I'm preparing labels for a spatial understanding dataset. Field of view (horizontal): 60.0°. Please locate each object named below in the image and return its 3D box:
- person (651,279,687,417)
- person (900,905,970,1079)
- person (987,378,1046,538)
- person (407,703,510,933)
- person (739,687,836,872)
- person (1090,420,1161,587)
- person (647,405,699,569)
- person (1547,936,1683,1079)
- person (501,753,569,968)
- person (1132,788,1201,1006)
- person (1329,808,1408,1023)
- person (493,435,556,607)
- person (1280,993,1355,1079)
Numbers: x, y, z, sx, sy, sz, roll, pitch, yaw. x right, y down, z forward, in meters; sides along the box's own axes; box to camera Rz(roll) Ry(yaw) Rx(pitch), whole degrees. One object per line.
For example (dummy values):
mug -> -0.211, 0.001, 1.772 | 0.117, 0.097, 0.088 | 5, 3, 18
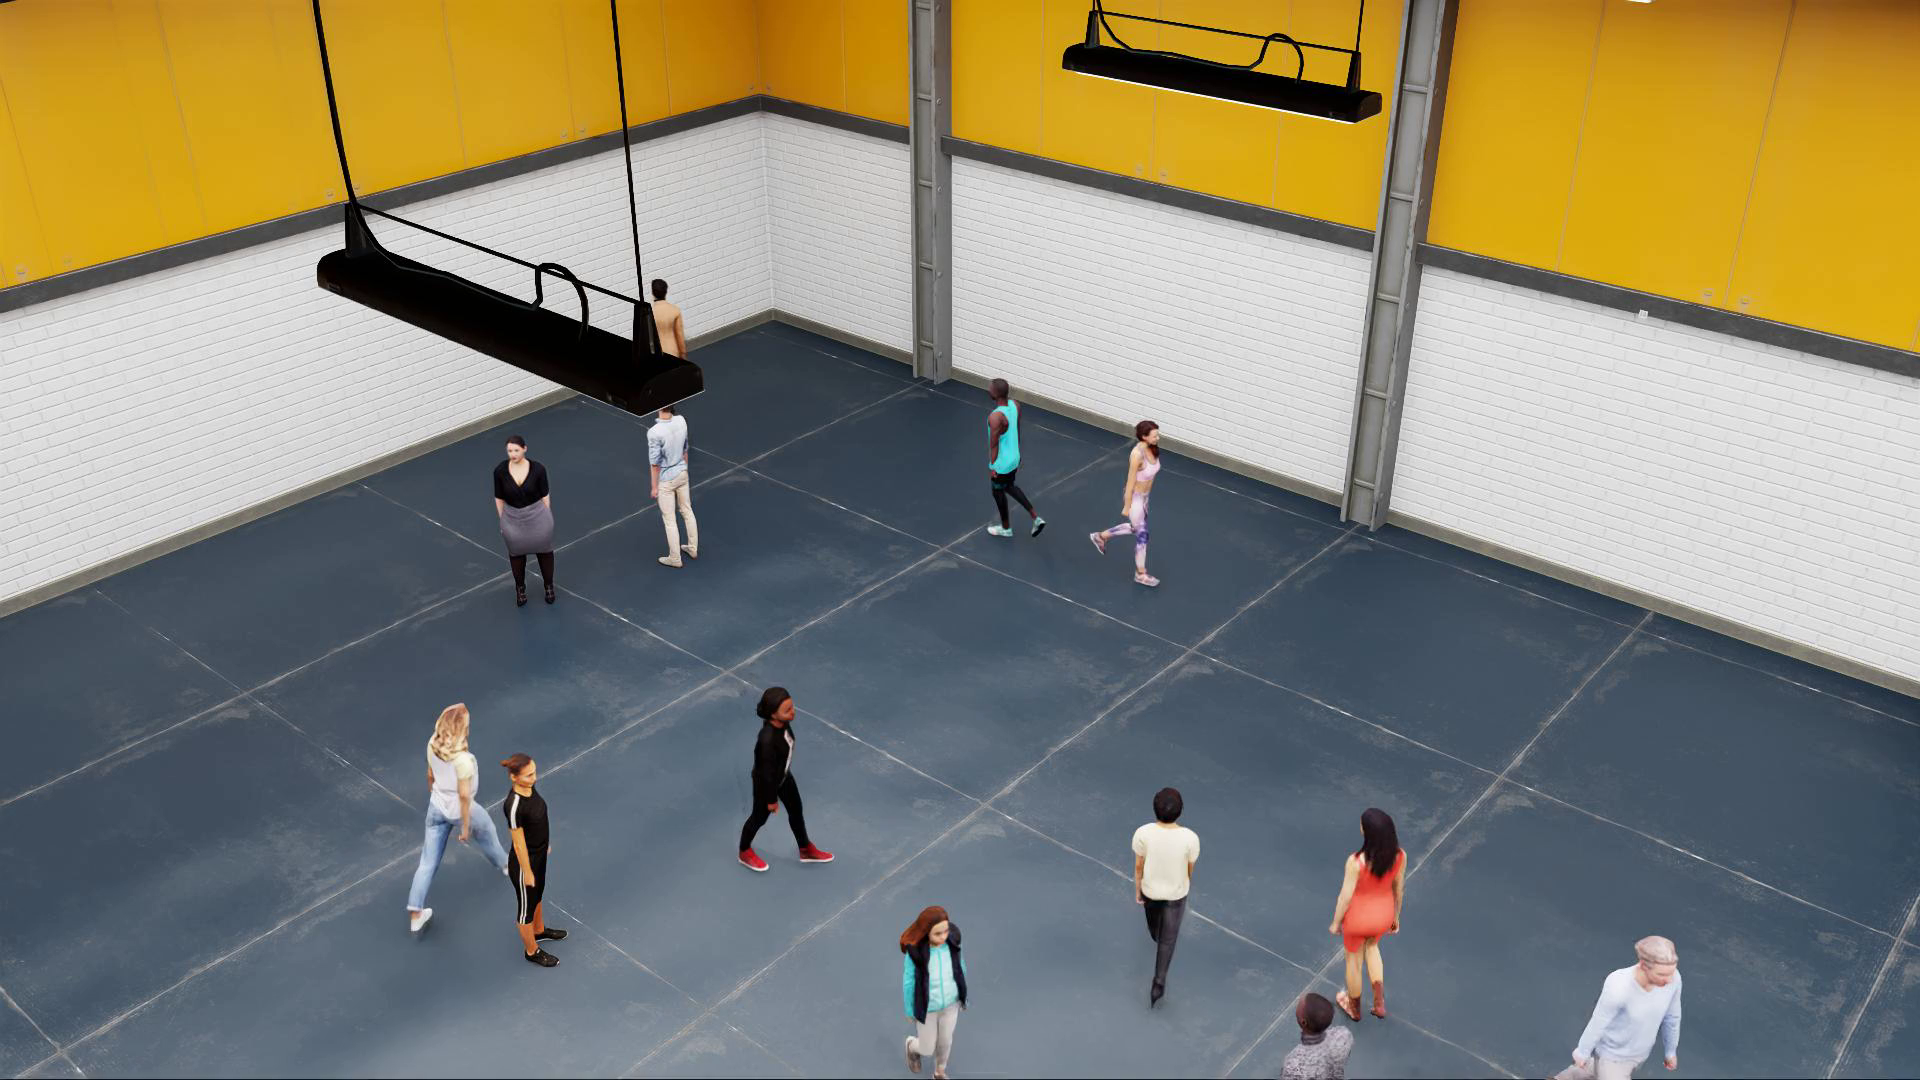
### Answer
person -> -3.428, -2.153, 19.325 | 0.912, 1.693, 1.127 | -13, 31, -23
person -> -0.187, 2.831, 10.401 | 0.675, 1.490, 0.746 | -16, 33, -27
person -> 0.521, -0.753, 16.664 | 0.929, 1.784, 0.692 | 19, 34, 31
person -> -3.639, 2.015, 11.751 | 1.262, 1.628, 0.793 | 16, 32, 27
person -> -1.441, 1.760, 12.217 | 1.041, 1.631, 0.841 | 8, 30, 14
person -> 1.615, -0.383, 16.030 | 1.073, 1.741, 0.739 | 13, 31, 23
person -> -2.839, -0.612, 16.340 | 0.523, 1.846, 0.649 | 21, 35, 33
person -> 3.837, 2.960, 9.795 | 1.156, 1.842, 1.391 | -11, 30, -19
person -> -2.970, 2.165, 11.433 | 0.694, 1.669, 0.659 | 1, 29, 2
person -> 1.363, 2.404, 11.125 | 1.067, 1.545, 0.948 | 7, 29, 12
person -> 2.682, 2.504, 10.768 | 0.743, 1.711, 0.797 | -9, 30, -17
person -> -4.090, -0.194, 15.663 | 0.776, 1.760, 0.822 | -5, 29, -9
person -> 1.977, 3.294, 9.208 | 0.926, 1.819, 0.718 | 24, 37, 37
